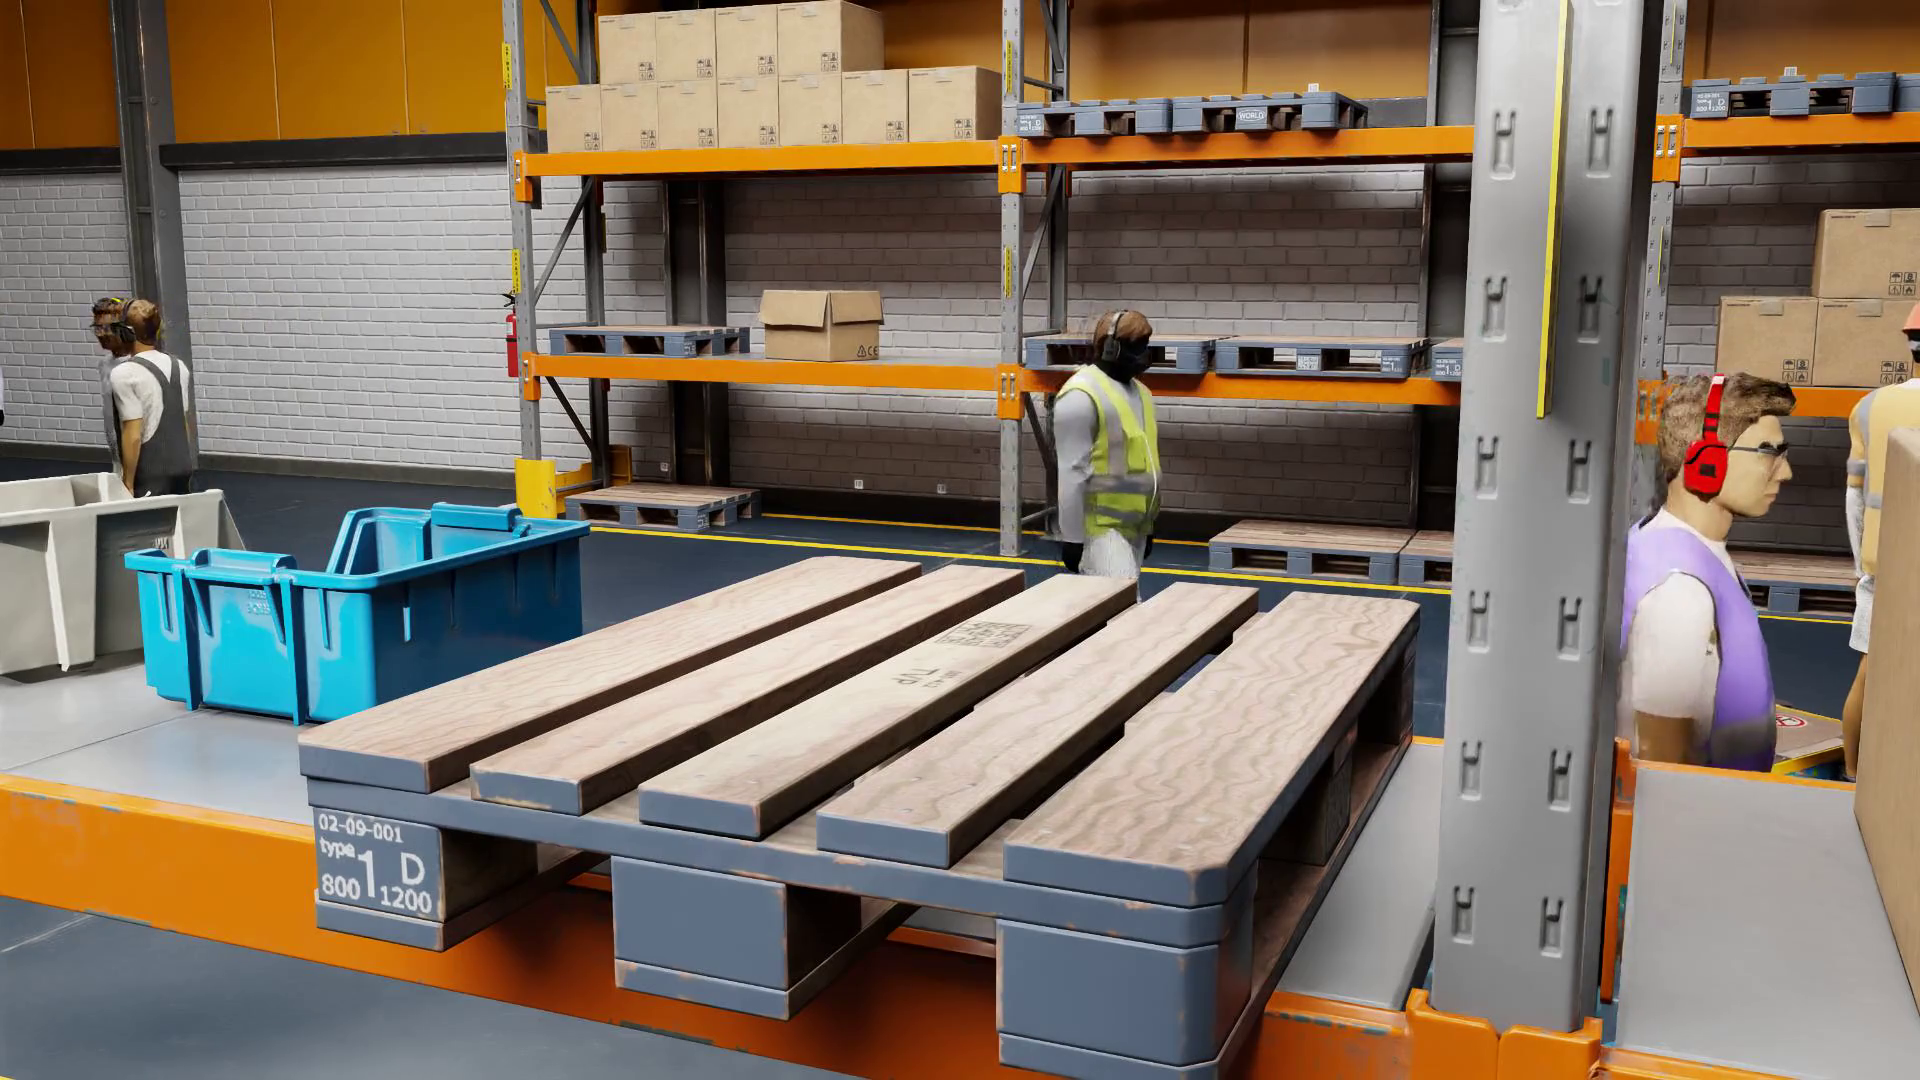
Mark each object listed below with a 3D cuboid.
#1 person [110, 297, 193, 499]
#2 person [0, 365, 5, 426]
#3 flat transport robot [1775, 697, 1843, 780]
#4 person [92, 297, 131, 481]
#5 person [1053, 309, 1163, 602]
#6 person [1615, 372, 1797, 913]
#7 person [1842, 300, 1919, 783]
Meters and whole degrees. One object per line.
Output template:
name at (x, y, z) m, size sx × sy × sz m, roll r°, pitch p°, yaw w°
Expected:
person at (-4.111, -0.305, 8.480) m, size 0.351 × 1.846 × 0.507 m, roll 2°, pitch 10°, yaw 11°
person at (-7.649, -1.010, 12.719) m, size 0.624 × 1.844 × 0.429 m, roll -5°, pitch 10°, yaw -25°
flat transport robot at (2.919, 0.835, 6.361) m, size 1.431 × 0.197 × 0.652 m, roll -6°, pitch 11°, yaw -32°
person at (-4.460, -0.419, 9.183) m, size 0.536 × 1.841 × 0.742 m, roll 5°, pitch 11°, yaw 26°
person at (0.650, -0.052, 7.016) m, size 0.449 × 1.827 × 0.647 m, roll 6°, pitch 11°, yaw 33°
person at (1.337, 0.585, 3.209) m, size 0.613 × 1.826 × 0.576 m, roll 4°, pitch 10°, yaw 22°
person at (3.367, 0.095, 5.828) m, size 0.373 × 1.932 × 0.542 m, roll -3°, pitch 10°, yaw -17°
